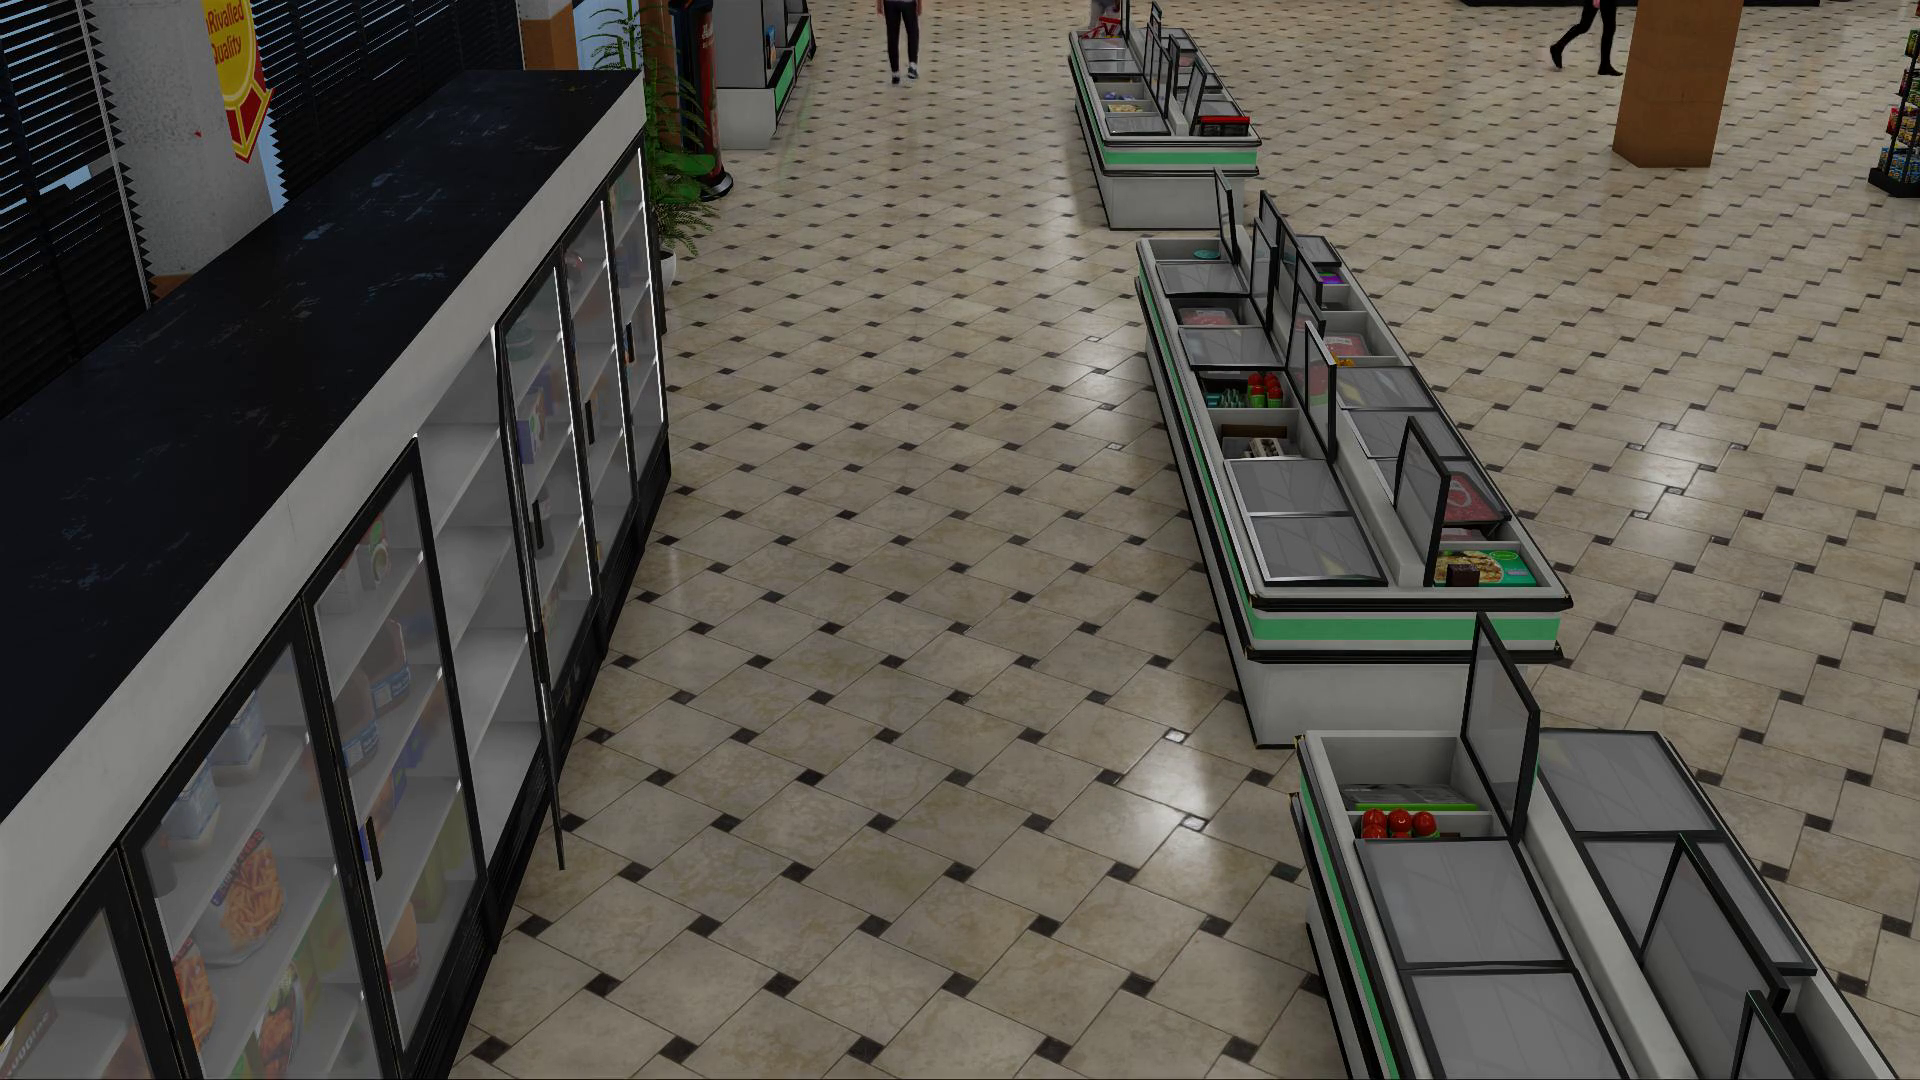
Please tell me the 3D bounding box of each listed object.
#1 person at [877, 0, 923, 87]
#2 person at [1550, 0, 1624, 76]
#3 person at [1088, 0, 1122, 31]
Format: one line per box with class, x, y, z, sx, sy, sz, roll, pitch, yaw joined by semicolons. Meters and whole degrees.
person;-0.688;-6.071;18.863;0.691;1.814;0.622;-1;27;-2
person;7.424;-6.401;19.462;1.113;1.860;1.286;-17;31;-30
person;1.616;-6.221;19.172;1.161;1.800;1.250;21;34;36
